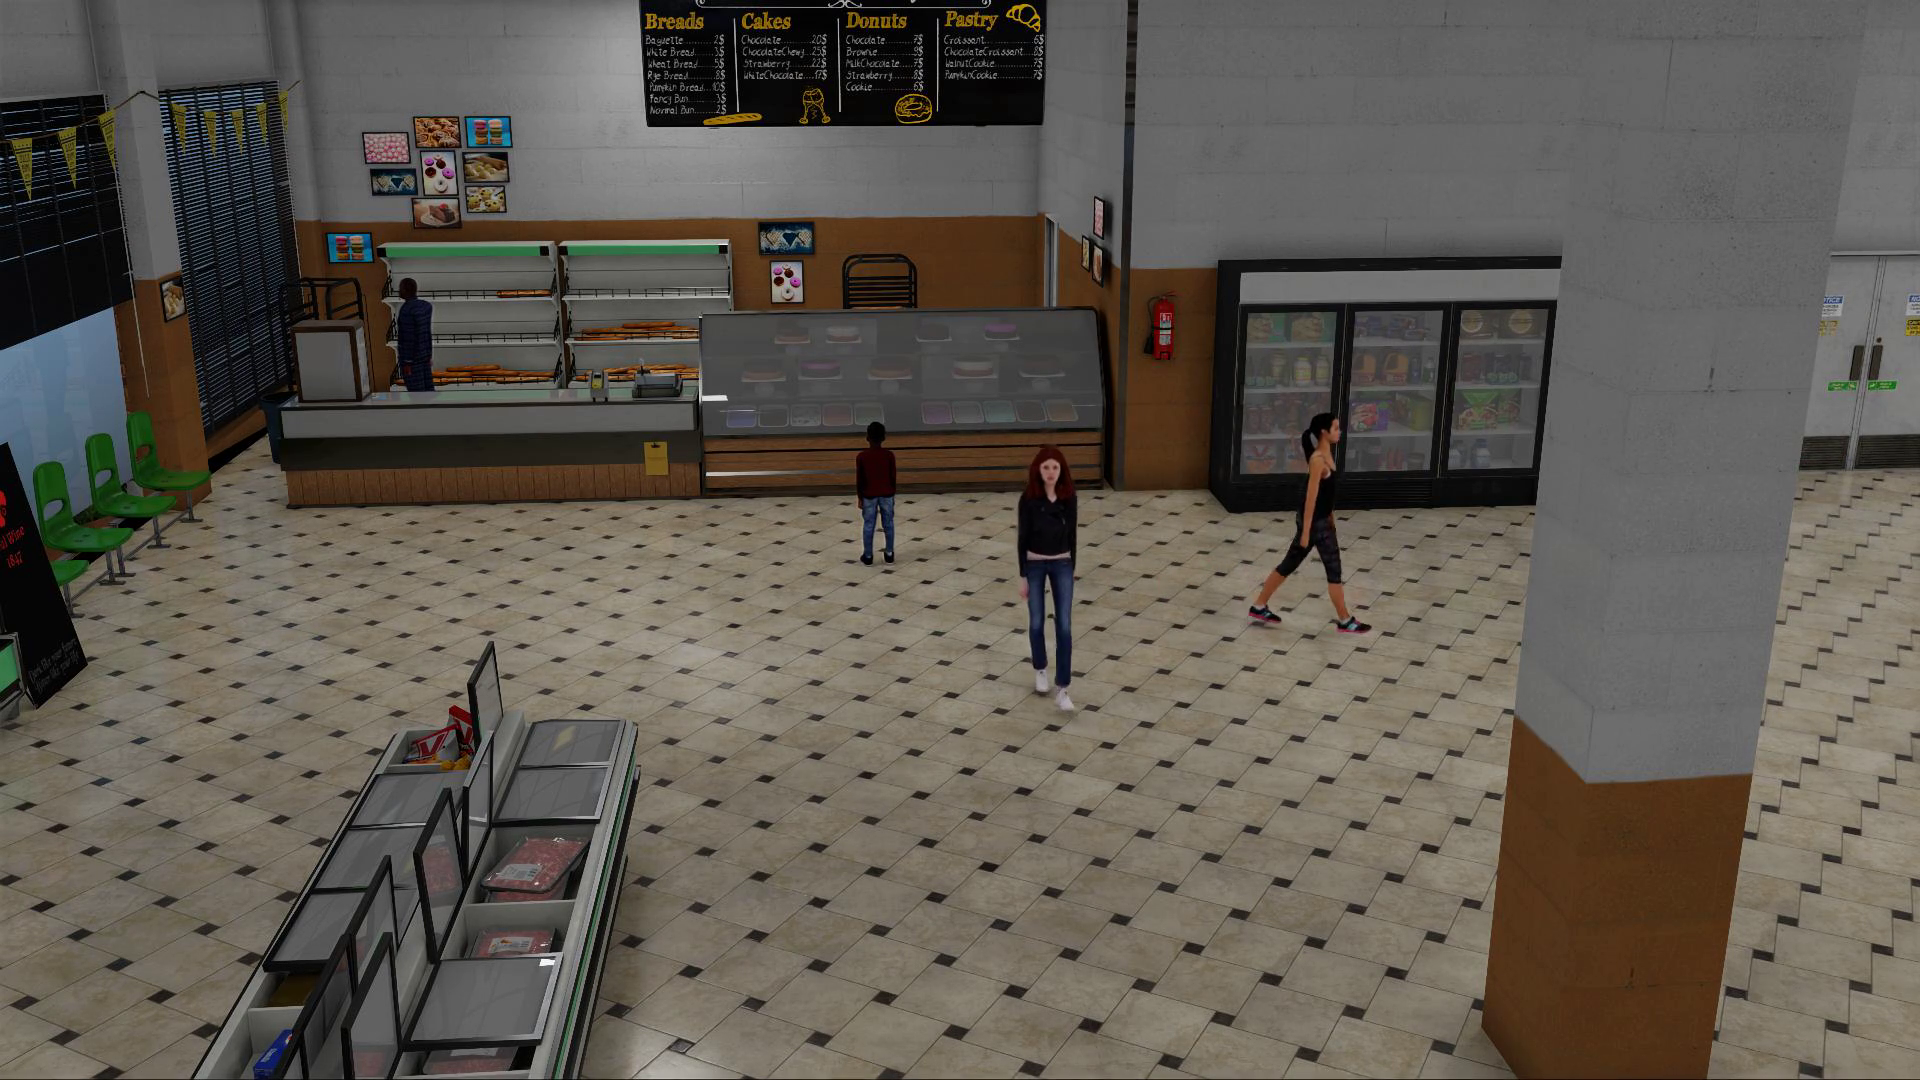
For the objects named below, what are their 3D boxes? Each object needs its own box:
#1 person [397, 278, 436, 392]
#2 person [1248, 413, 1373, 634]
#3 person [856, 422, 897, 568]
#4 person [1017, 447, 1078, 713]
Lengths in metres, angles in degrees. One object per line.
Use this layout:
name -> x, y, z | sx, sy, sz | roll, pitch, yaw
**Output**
person -> -6.104, -2.035, 18.664 | 0.817, 1.823, 0.669 | 5, 17, 15
person -> 2.570, -0.099, 12.547 | 0.902, 1.673, 1.158 | 4, 17, 13
person -> -0.702, -0.397, 14.249 | 0.496, 1.255, 0.487 | -2, 17, -8
person -> 0.576, 0.228, 11.327 | 0.568, 1.756, 0.953 | -1, 17, -2
